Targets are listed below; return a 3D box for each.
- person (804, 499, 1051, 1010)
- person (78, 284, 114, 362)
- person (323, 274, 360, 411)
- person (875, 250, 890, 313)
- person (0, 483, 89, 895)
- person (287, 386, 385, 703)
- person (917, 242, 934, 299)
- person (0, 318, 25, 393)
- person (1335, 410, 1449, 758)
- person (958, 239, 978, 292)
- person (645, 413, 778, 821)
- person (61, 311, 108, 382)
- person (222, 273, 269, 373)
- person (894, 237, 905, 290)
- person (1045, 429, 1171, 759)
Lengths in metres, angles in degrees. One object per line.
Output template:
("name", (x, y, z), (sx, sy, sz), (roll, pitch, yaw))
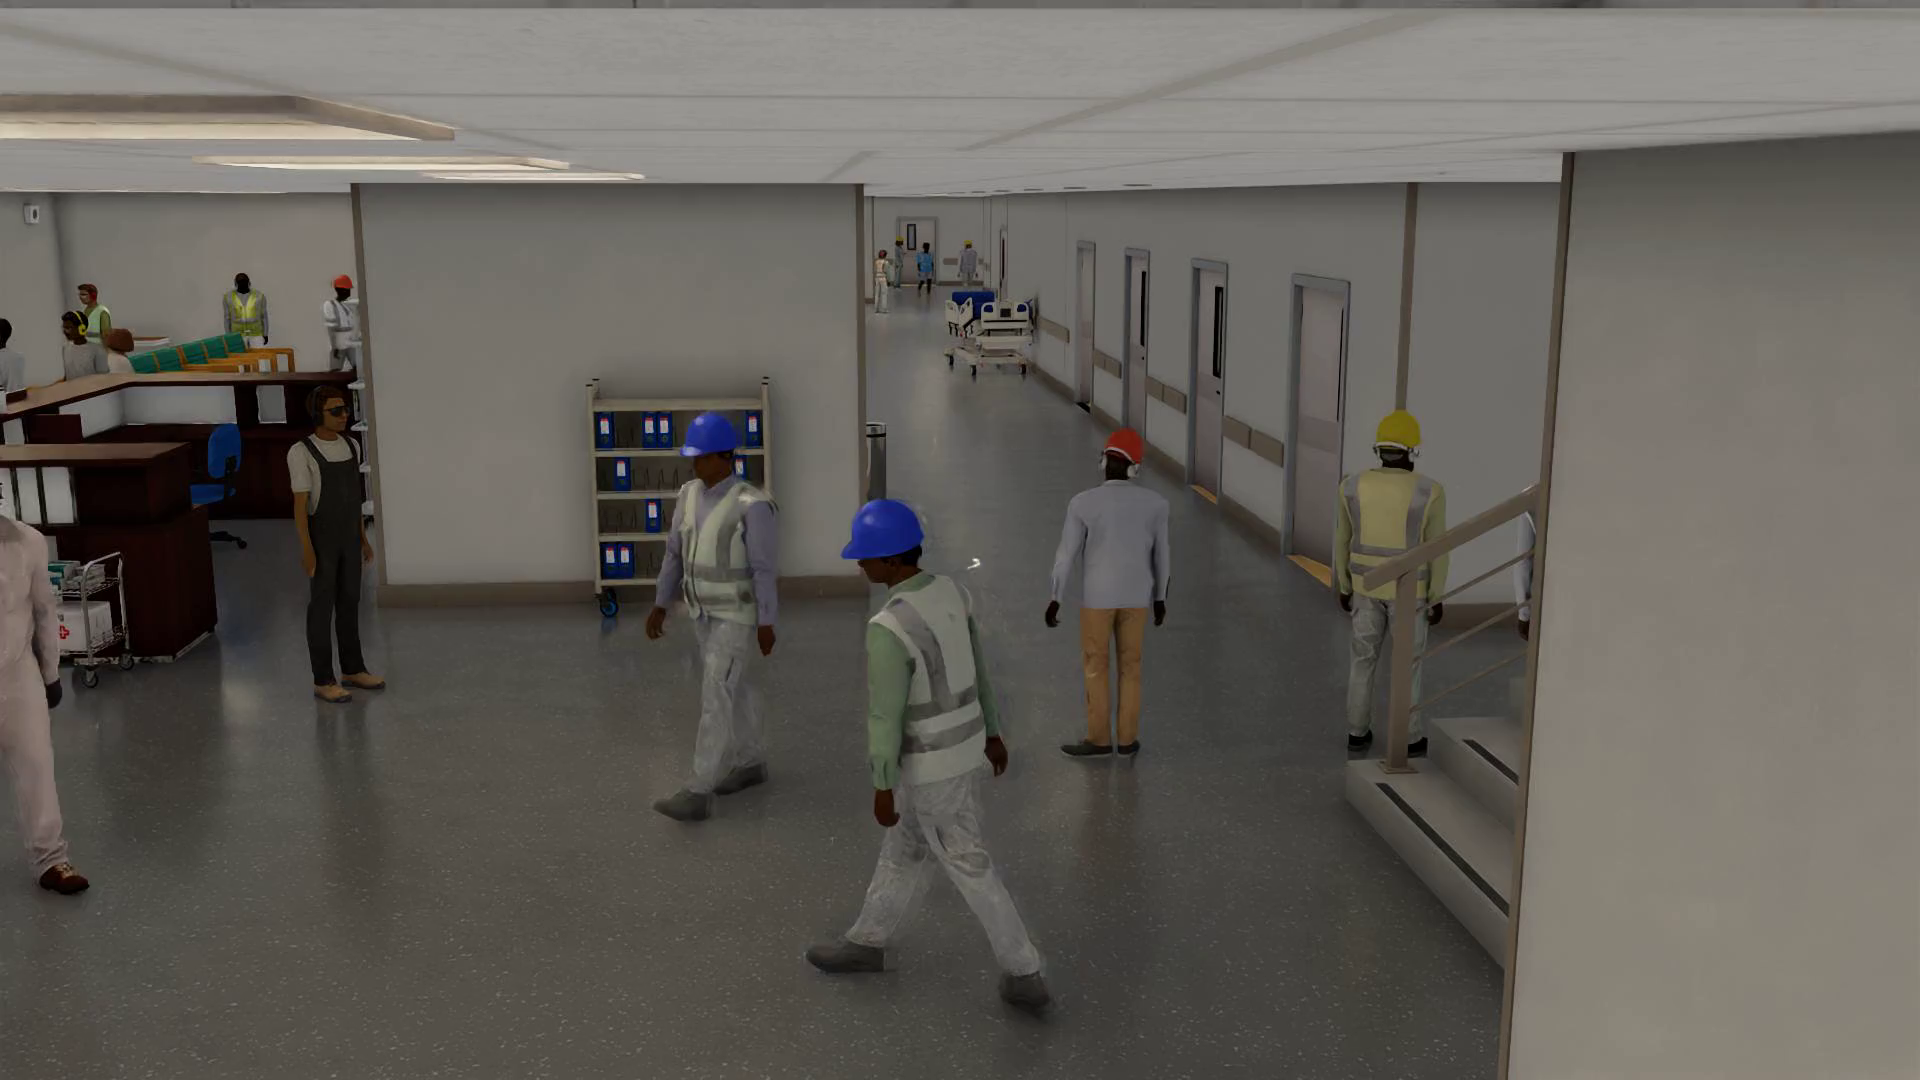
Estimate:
("person", (-0.081, 0.769, 6.038), (0.979, 1.875, 0.645), (5, 12, 21))
("person", (-11.248, -2.430, 21.753), (0.560, 1.837, 0.388), (8, 14, 33))
("person", (-8.569, -2.718, 23.003), (0.905, 1.906, 0.544), (7, 13, 30))
("person", (-2.014, -6.682, 43.028), (0.514, 1.630, 0.318), (10, 15, 41))
("person", (-4.081, 0.590, 6.929), (0.660, 1.872, 0.661), (-10, 15, -41))
("person", (-3.662, 0.017, 9.752), (0.343, 1.846, 0.507), (5, 13, 23))
("person", (-1.049, -7.993, 49.337), (0.542, 1.676, 0.620), (-4, 12, -20))
("person", (-8.652, -1.091, 15.097), (0.323, 1.876, 0.528), (0, 12, -1))
("person", (2.262, 0.238, 8.713), (0.598, 1.833, 0.403), (7, 14, 32))
("person", (0.249, -7.718, 47.705), (0.600, 1.798, 0.773), (-3, 12, -16))
("person", (-1.241, 0.360, 7.928), (0.617, 1.913, 0.842), (11, 16, 44))
("person", (-8.413, -1.270, 16.009), (0.520, 1.865, 0.332), (3, 12, 14))
("person", (-10.720, -3.094, 25.010), (0.620, 1.835, 0.431), (-5, 13, -22))
("person", (-1.962, -8.947, 53.840), (0.335, 1.734, 0.480), (4, 12, 17))
("person", (0.778, 0.284, 8.748), (0.659, 1.729, 0.400), (-3, 12, -15))
